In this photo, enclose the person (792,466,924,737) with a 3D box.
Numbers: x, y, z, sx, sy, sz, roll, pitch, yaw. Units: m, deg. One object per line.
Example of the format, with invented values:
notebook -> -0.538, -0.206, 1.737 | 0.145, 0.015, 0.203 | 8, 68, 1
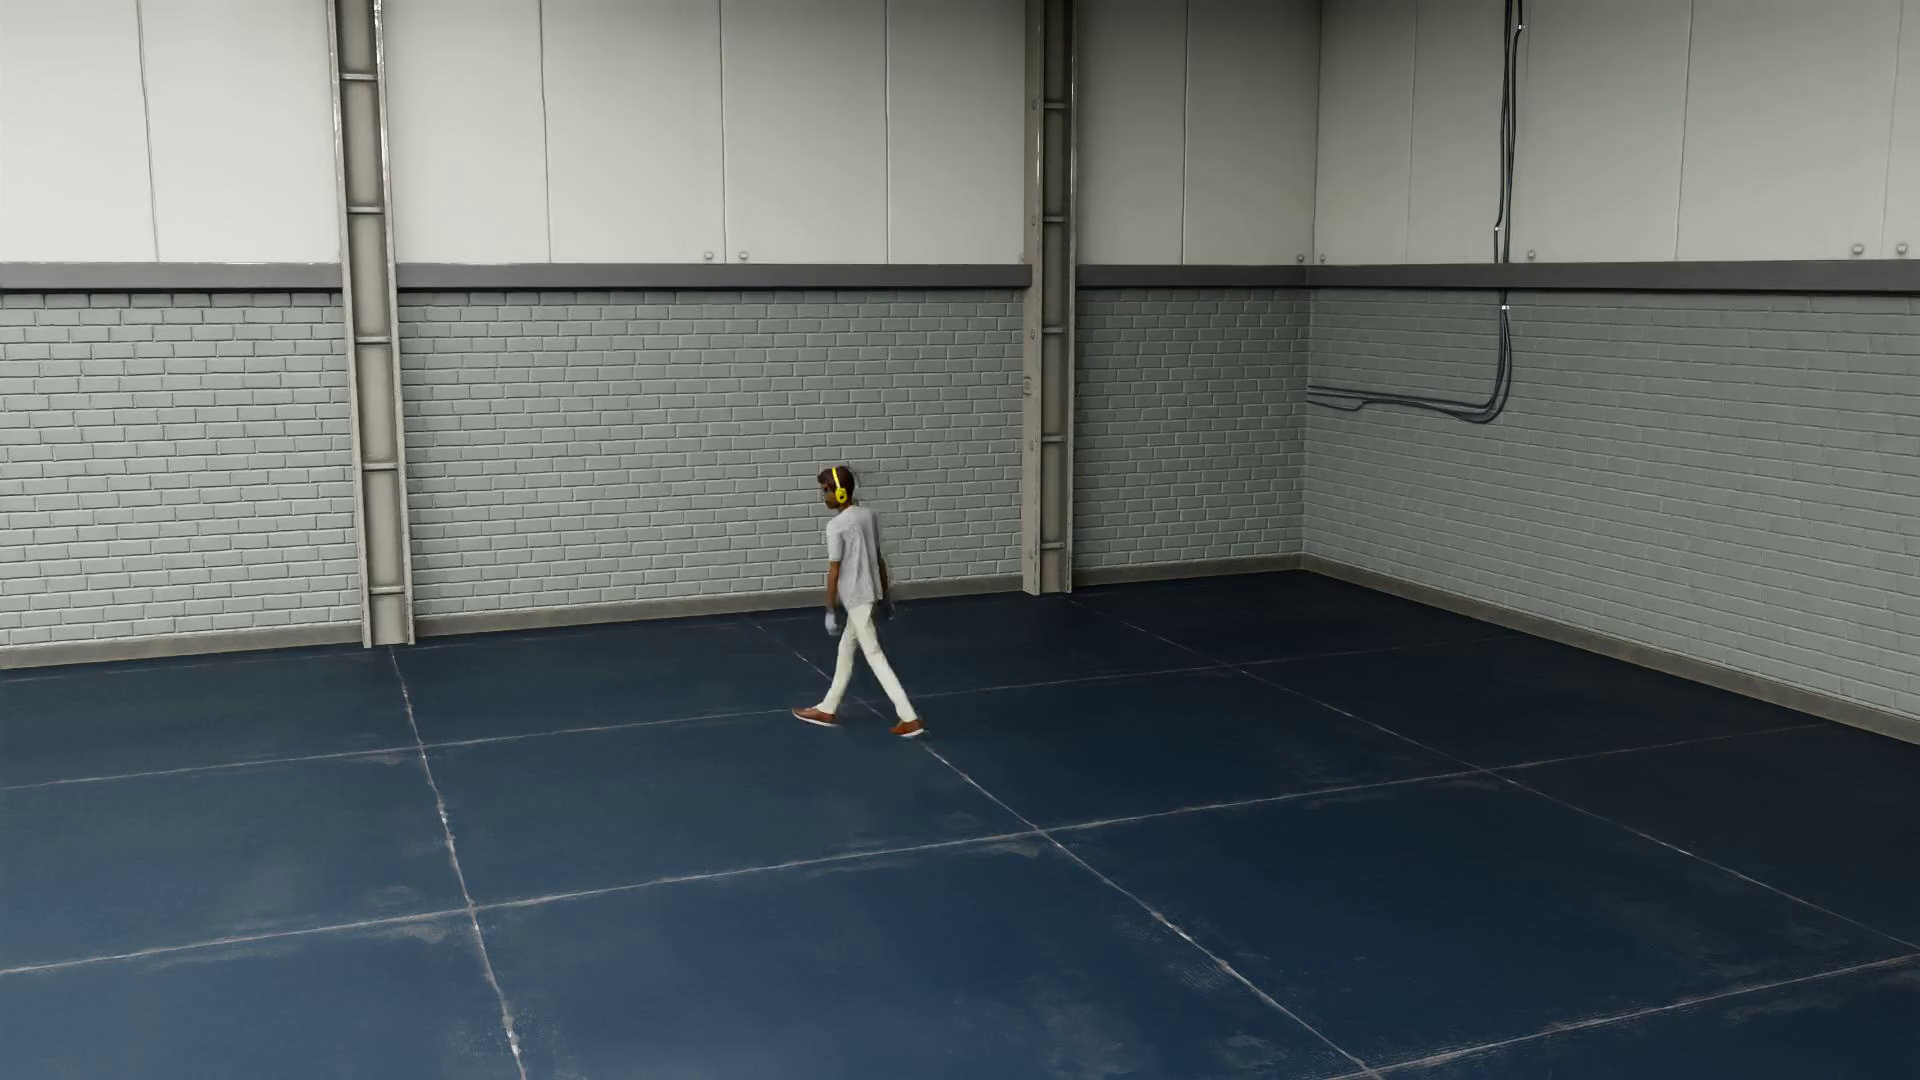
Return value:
person -> -0.657, 0.408, 10.933 | 0.994, 1.805, 0.569 | 5, 10, 26
